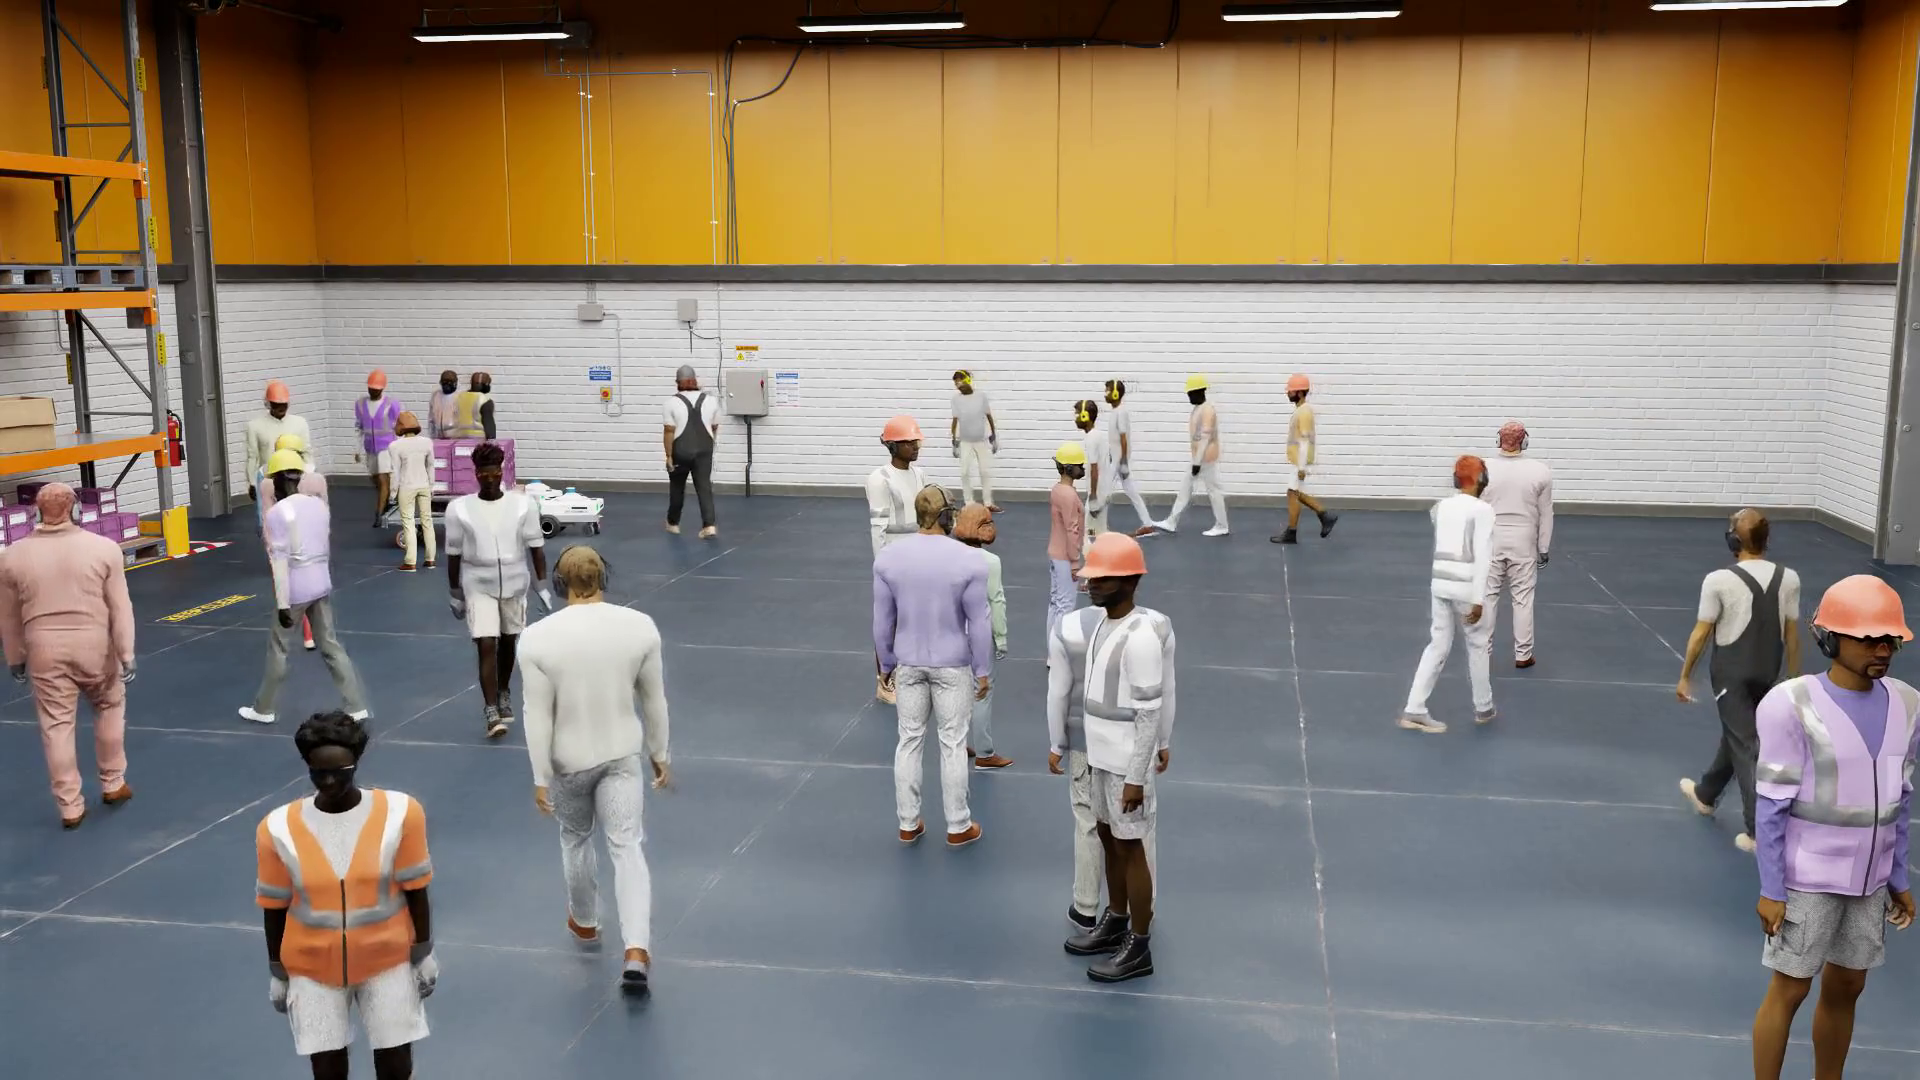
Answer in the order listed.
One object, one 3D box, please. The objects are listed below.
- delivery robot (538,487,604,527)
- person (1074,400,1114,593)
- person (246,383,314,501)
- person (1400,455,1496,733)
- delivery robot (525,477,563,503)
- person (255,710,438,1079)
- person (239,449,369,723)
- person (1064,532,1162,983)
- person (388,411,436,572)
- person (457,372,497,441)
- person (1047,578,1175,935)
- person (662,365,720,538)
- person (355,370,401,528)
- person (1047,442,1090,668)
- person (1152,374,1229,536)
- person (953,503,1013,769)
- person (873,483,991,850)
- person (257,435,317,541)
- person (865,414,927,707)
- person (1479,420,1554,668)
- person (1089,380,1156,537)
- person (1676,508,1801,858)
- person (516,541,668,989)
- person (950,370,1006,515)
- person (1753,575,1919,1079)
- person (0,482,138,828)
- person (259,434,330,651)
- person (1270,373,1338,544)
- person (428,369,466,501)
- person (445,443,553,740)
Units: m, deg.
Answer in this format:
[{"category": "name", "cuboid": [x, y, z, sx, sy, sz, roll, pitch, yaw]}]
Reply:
[{"category": "delivery robot", "cuboid": [-4.466, -0.361, 19.117, 0.707, 0.478, 0.477, 0, 9, -2]}, {"category": "person", "cuboid": [1.295, -0.405, 15.740, 0.518, 1.833, 0.535, 3, 10, 19]}, {"category": "person", "cuboid": [-6.888, -0.628, 16.809, 0.613, 1.950, 1.003, -7, 12, -39]}, {"category": "person", "cuboid": [3.306, 0.357, 11.055, 0.831, 1.833, 0.593, -6, 11, -33]}, {"category": "delivery robot", "cuboid": [-5.104, -0.511, 20.048, 0.707, 0.478, 0.477, 8, 12, 41]}, {"category": "person", "cuboid": [-1.960, 1.338, 5.350, 0.542, 1.680, 0.453, -2, 9, -15]}, {"category": "person", "cuboid": [-4.388, 0.329, 11.108, 0.963, 1.861, 0.604, 3, 10, 18]}, {"category": "person", "cuboid": [0.660, 0.933, 7.154, 0.403, 1.936, 0.555, -2, 9, -14]}, {"category": "person", "cuboid": [-5.563, -0.494, 16.897, 0.283, 1.633, 0.498, 8, 12, 41]}, {"category": "person", "cuboid": [-5.973, -1.191, 20.669, 0.651, 1.812, 0.580, 7, 12, 38]}, {"category": "person", "cuboid": [0.687, 0.900, 7.627, 0.592, 1.834, 0.404, -1, 9, -4]}, {"category": "person", "cuboid": [-3.070, -1.049, 19.075, 0.697, 2.000, 0.999, -5, 10, -27]}, {"category": "person", "cuboid": [-6.973, -1.128, 20.074, 0.602, 1.887, 0.890, 1, 9, 8]}, {"category": "person", "cuboid": [0.819, 0.142, 12.544, 0.312, 1.768, 0.522, -2, 9, -10]}, {"category": "person", "cuboid": [2.664, -0.954, 18.991, 0.973, 1.871, 0.607, -1, 9, -7]}, {"category": "person", "cuboid": [0.102, 0.584, 10.199, 0.284, 1.636, 0.500, -8, 12, -41]}, {"category": "person", "cuboid": [-0.144, 0.667, 8.752, 0.631, 1.935, 0.362, 3, 10, 17]}, {"category": "person", "cuboid": [-5.962, -0.143, 14.836, 0.512, 1.595, 0.884, -2, 9, -9]}, {"category": "person", "cuboid": [-0.403, 0.136, 11.705, 0.370, 2.048, 0.607, 5, 11, 29]}, {"category": "person", "cuboid": [4.205, 0.035, 12.767, 0.642, 1.909, 0.409, 3, 10, 19]}, {"category": "person", "cuboid": [1.786, -0.923, 19.000, 1.005, 1.817, 0.530, 1, 9, 8]}, {"category": "person", "cuboid": [4.131, 0.720, 8.868, 0.535, 1.789, 0.983, -1, 9, -7]}, {"category": "person", "cuboid": [-1.552, 0.951, 7.163, 0.644, 1.896, 1.020, -4, 10, -24]}, {"category": "person", "cuboid": [0.239, -1.214, 20.777, 0.712, 1.830, 0.378, 0, 9, 1]}, {"category": "person", "cuboid": [2.958, 1.122, 5.599, 0.608, 2.044, 0.371, -3, 9, -15]}, {"category": "person", "cuboid": [-4.923, 0.611, 9.243, 0.687, 1.880, 0.719, -3, 10, -16]}, {"category": "person", "cuboid": [-5.402, 0.000, 13.539, 0.533, 1.731, 0.864, -4, 10, -24]}, {"category": "person", "cuboid": [3.836, -0.895, 18.494, 0.652, 1.925, 0.565, 2, 9, 11]}, {"category": "person", "cuboid": [-6.446, -1.300, 21.369, 0.644, 1.811, 0.736, 3, 10, 21]}, {"category": "person", "cuboid": [-3.010, 0.327, 10.898, 0.634, 1.913, 0.974, -4, 10, -25]}]
